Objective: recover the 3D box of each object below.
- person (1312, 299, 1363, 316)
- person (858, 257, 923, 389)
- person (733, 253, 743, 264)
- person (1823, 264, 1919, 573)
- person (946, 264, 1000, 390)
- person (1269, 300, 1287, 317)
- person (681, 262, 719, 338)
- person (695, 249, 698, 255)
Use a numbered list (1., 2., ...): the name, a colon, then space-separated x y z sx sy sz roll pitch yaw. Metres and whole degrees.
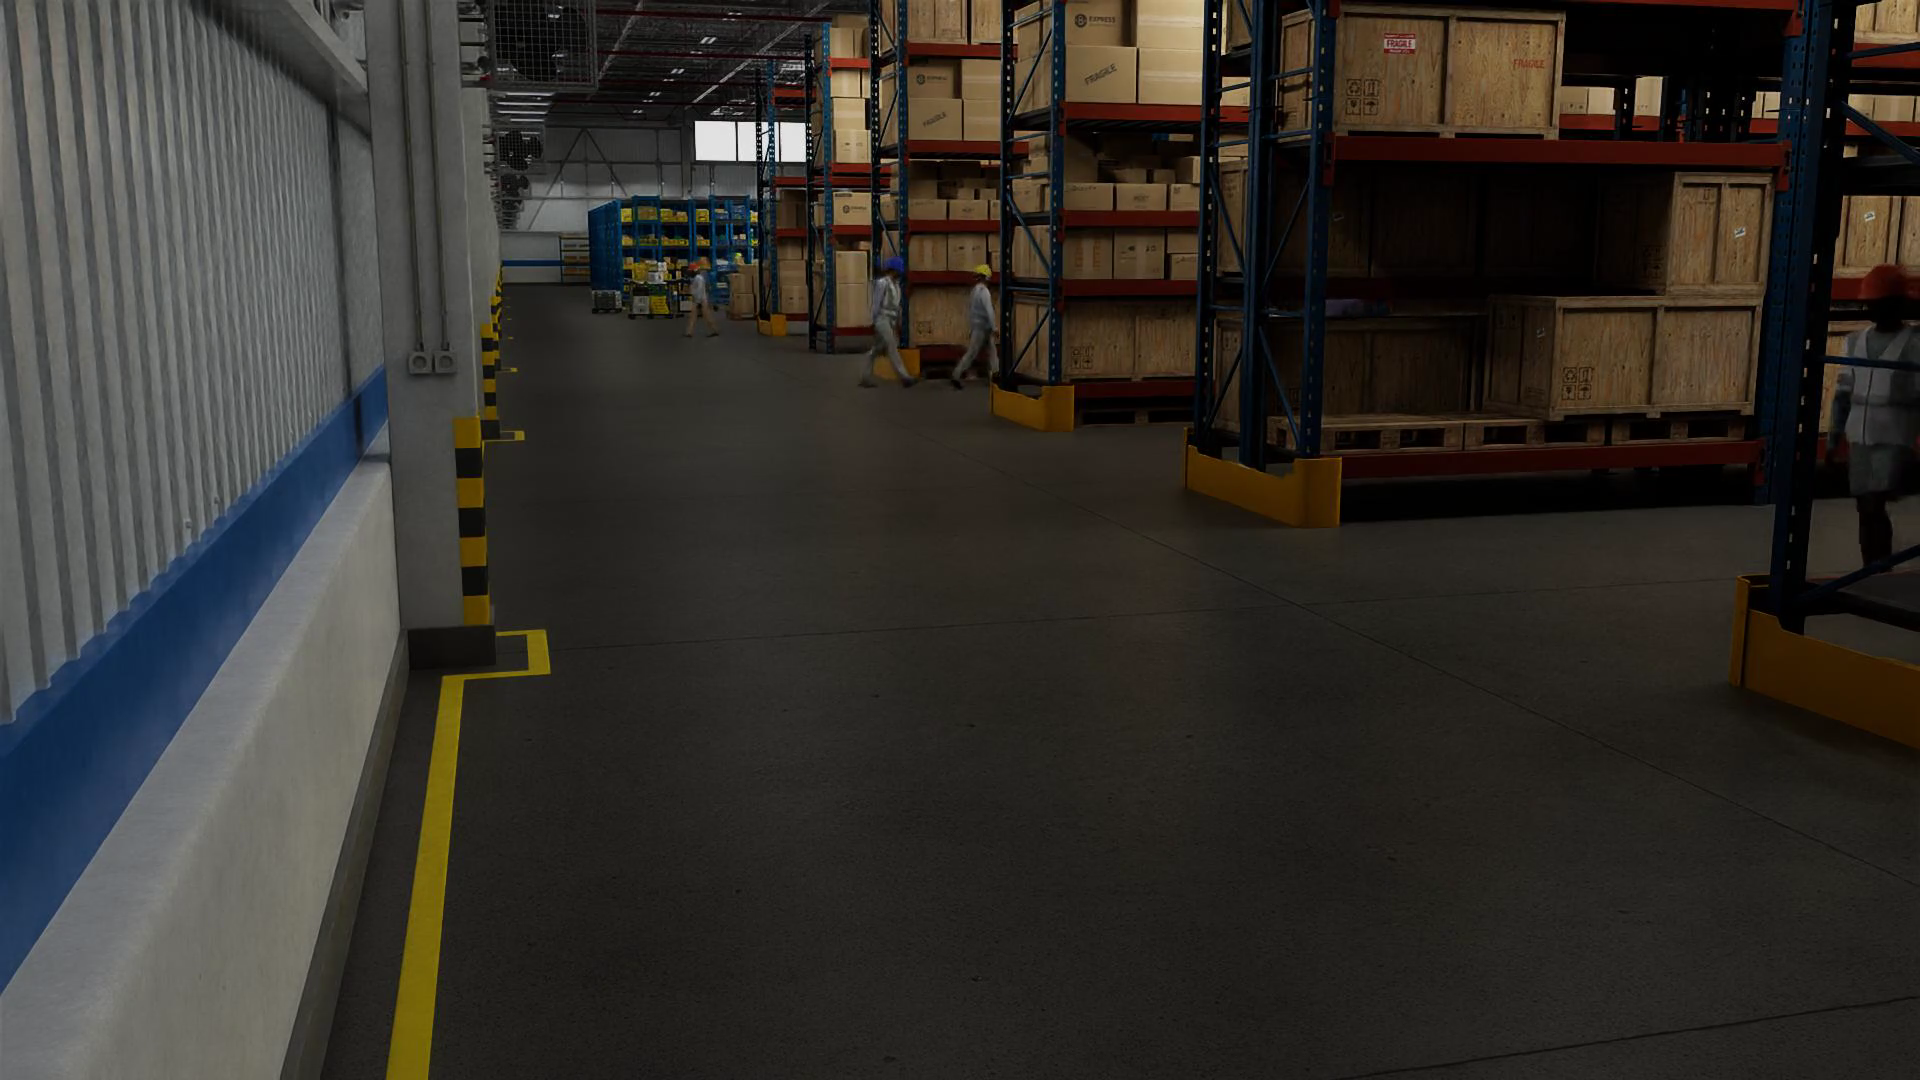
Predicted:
1. person: 3.318 -1.620 15.304 0.836 1.909 0.640 -4 11 -20
2. person: -1.022 -3.089 23.708 1.042 1.875 0.633 3 11 18
3. person: -7.418 -8.843 56.537 0.917 1.782 0.626 -6 12 -31
4. person: 5.072 -0.556 9.228 0.461 1.921 0.580 -5 11 -24
5. person: 0.247 -3.005 23.515 0.925 1.784 0.601 -1 10 -5
6. person: 3.129 -1.707 16.540 0.306 1.645 0.521 7 12 34
7. person: -5.774 -5.320 36.914 0.918 1.687 0.557 -8 13 -40
8. person: -10.738 -10.963 67.950 0.612 1.997 0.376 -1 10 -6
